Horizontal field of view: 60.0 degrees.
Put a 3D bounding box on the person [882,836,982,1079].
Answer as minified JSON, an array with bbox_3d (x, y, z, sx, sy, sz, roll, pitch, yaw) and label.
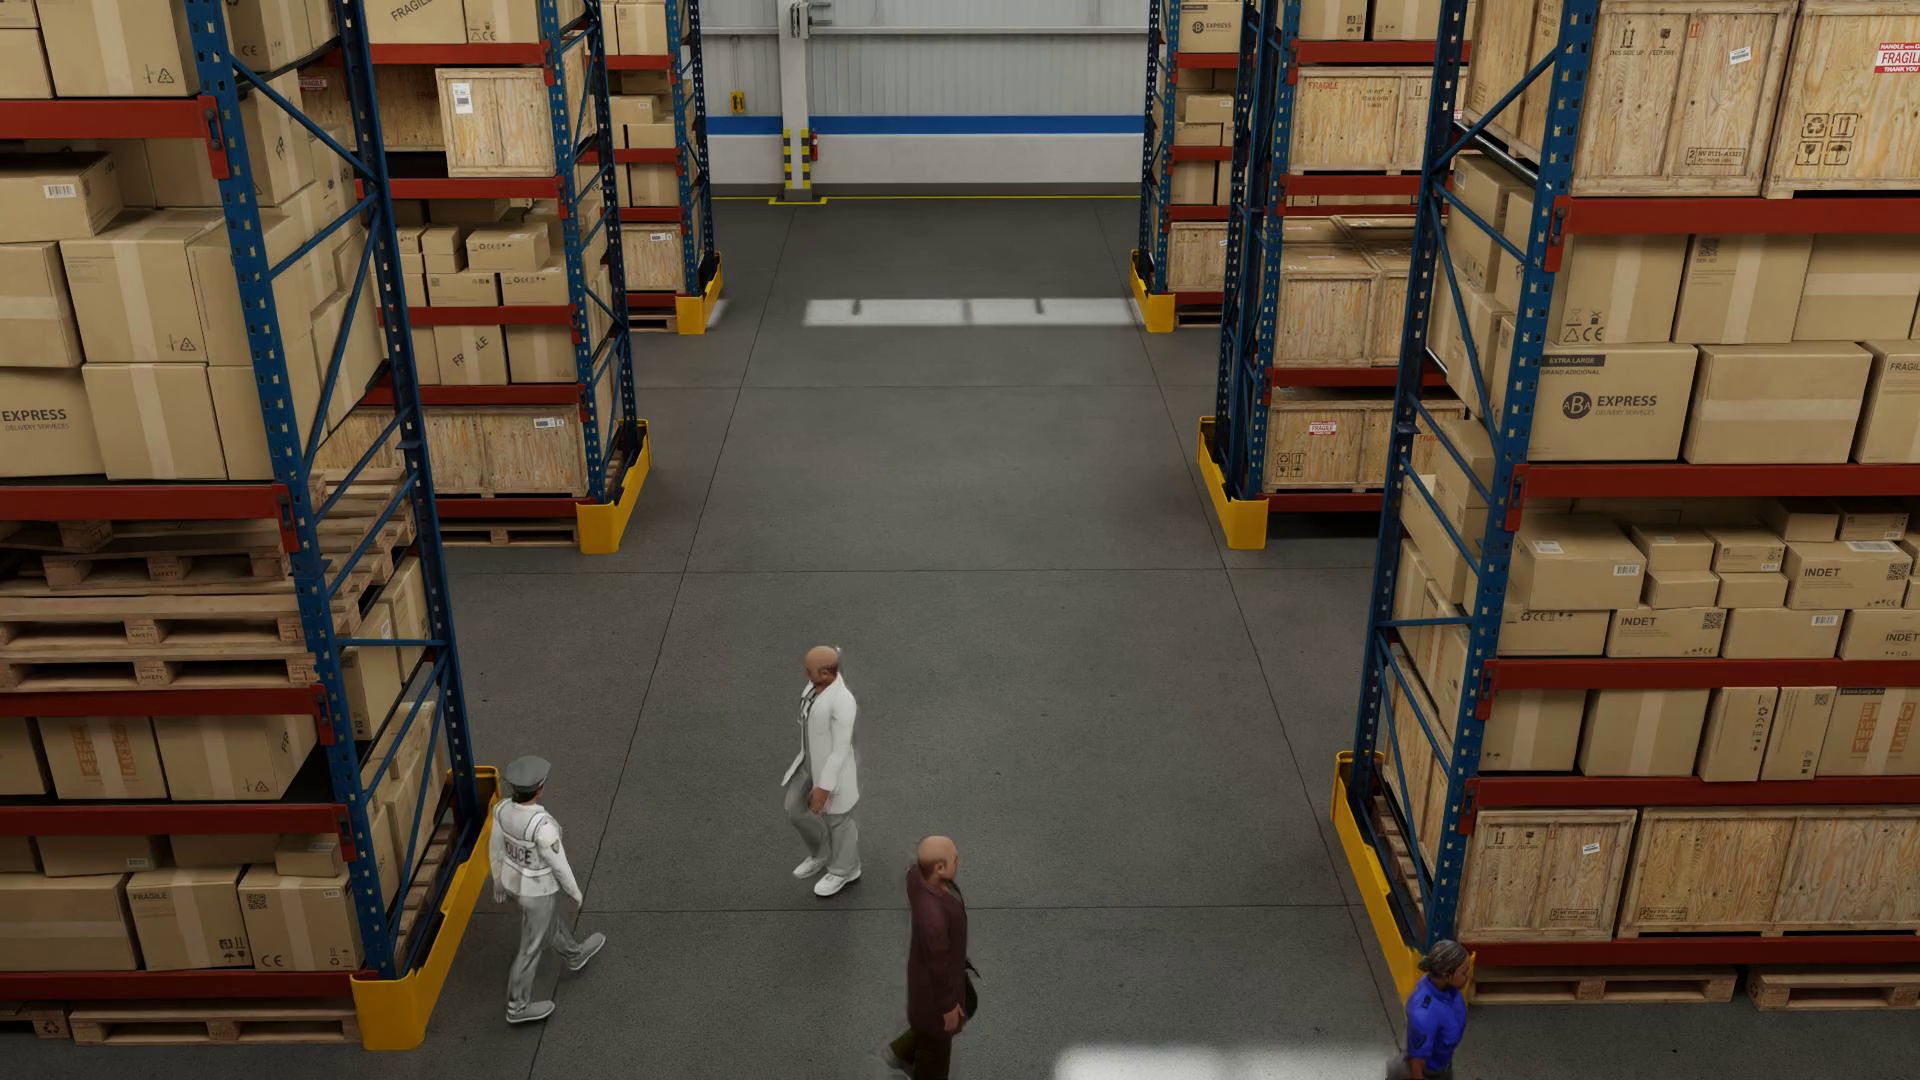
[{"bbox_3d":[-0.136,2.327,8.839,0.544,1.781,0.603,-2,25,-5],"label":"person"}]

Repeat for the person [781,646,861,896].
[{"bbox_3d":[-0.871,1.478,10.649,0.466,1.791,0.594,-15,29,-28],"label":"person"}]

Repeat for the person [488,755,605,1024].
[{"bbox_3d":[-2.399,1.984,9.714,0.485,1.643,0.800,22,33,39],"label":"person"}]

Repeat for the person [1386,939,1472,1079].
[{"bbox_3d":[2.310,2.688,8.259,0.356,1.677,0.518,17,30,32],"label":"person"}]
